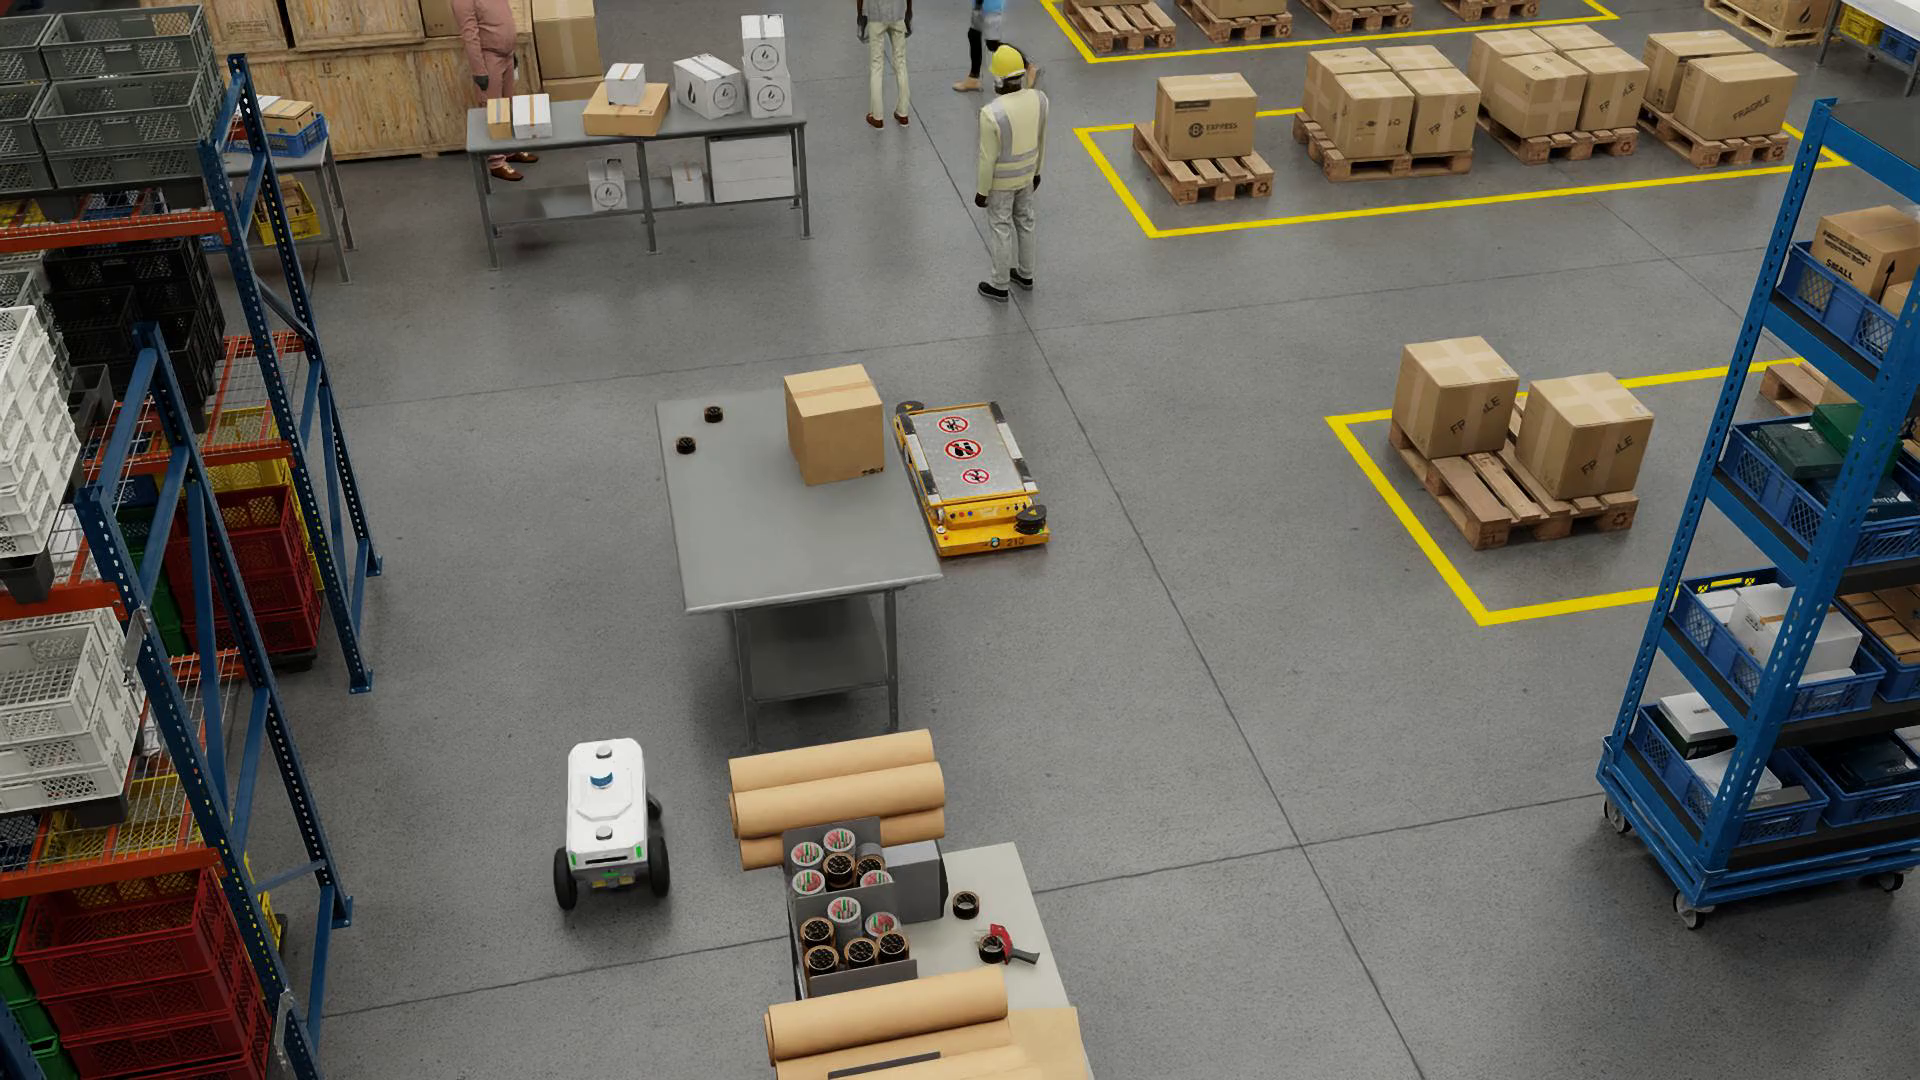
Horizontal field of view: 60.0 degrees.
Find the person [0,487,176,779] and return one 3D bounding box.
[{"bbox_3d":[-4.060,0.422,7.623,0.576,1.881,0.352,-21,41,-25],"label":"person"}]

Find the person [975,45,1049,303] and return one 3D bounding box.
[{"bbox_3d":[0.337,-2.564,11.680,0.600,1.827,0.404,-27,45,-32],"label":"person"}]

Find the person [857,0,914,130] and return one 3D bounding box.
[{"bbox_3d":[-0.635,-4.437,14.178,0.504,1.861,0.328,-8,37,-11],"label":"person"}]

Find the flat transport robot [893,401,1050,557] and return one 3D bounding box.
[{"bbox_3d":[0.046,-0.430,10.108,0.652,0.197,1.431,-8,37,-10],"label":"flat transport robot"}]

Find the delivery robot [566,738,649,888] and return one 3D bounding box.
[{"bbox_3d":[-1.609,1.220,7.579,0.477,0.478,0.707,-6,37,-8],"label":"delivery robot"}]

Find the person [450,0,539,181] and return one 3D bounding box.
[{"bbox_3d":[-3.741,-3.872,13.379,0.409,1.903,0.639,6,37,8],"label":"person"}]

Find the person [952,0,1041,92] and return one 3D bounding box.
[{"bbox_3d":[0.330,-4.777,14.788,0.745,1.666,0.532,0,37,0],"label":"person"}]
